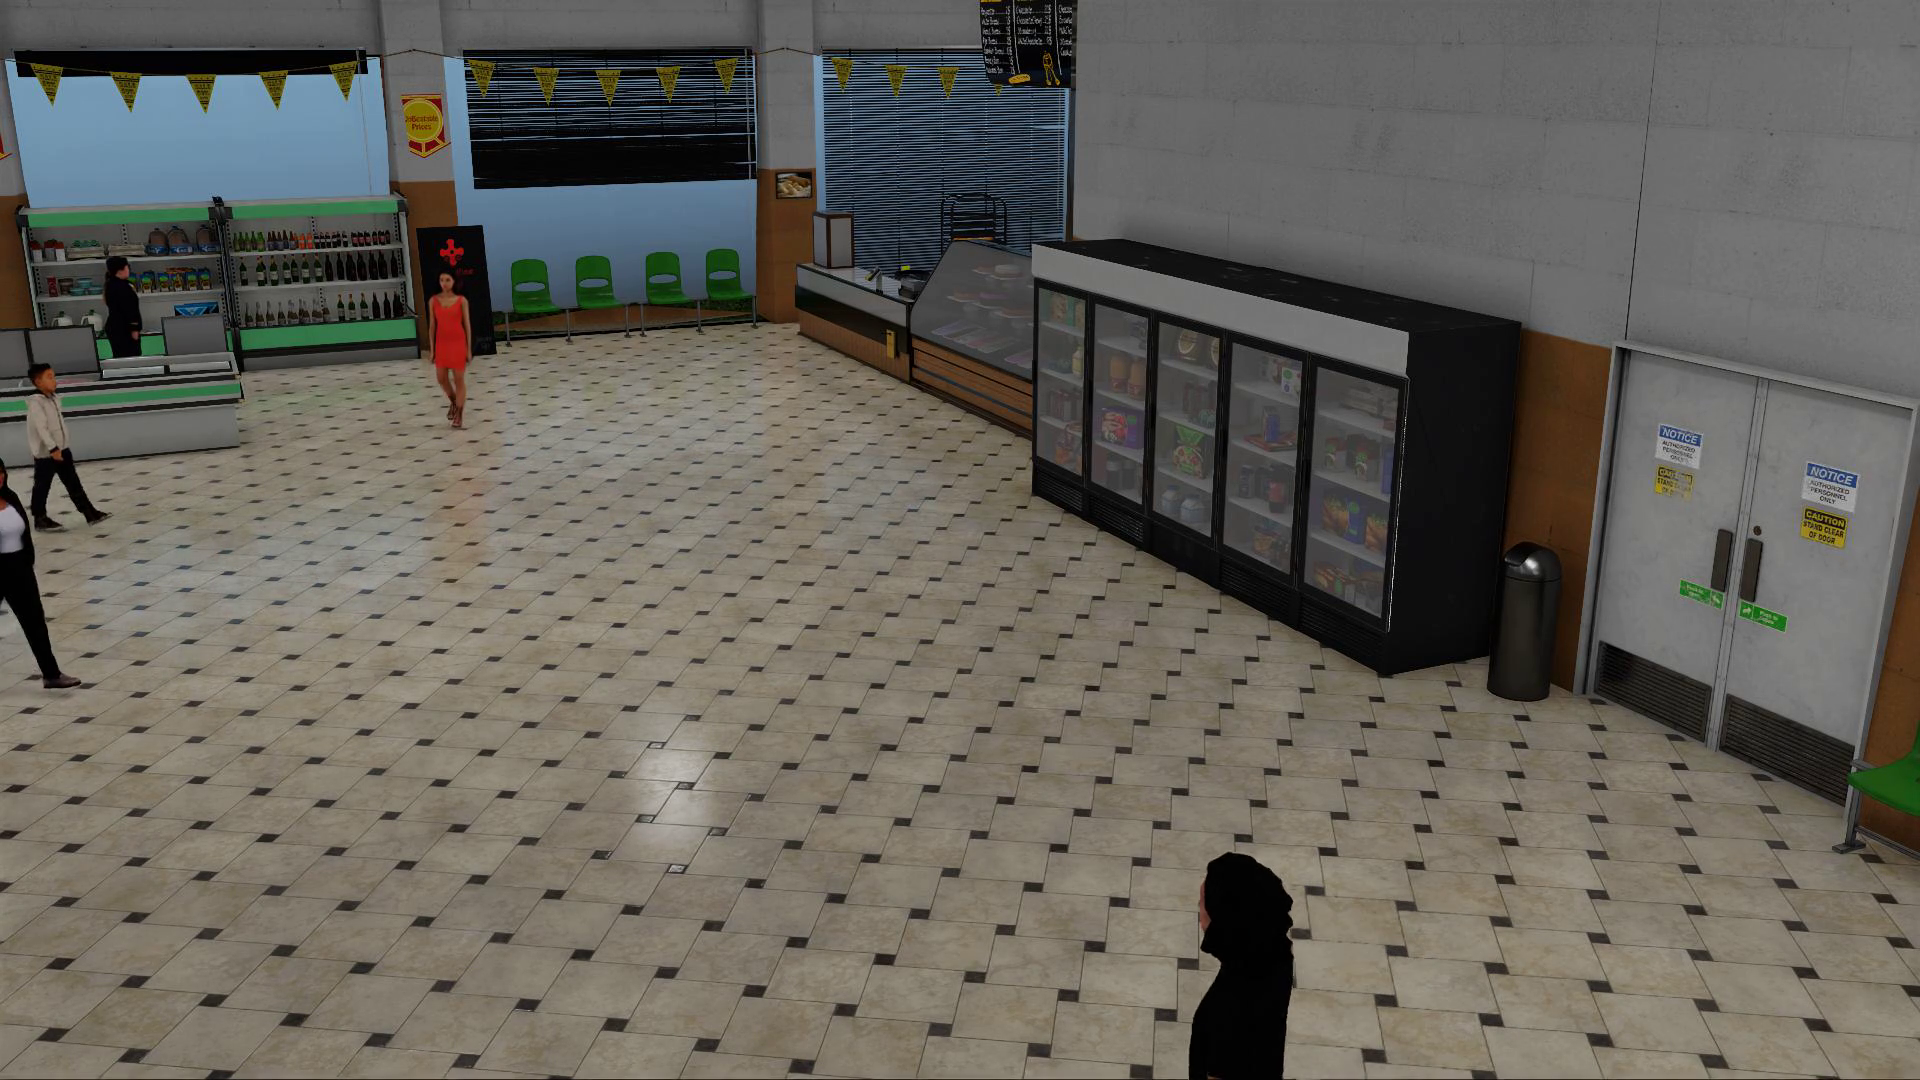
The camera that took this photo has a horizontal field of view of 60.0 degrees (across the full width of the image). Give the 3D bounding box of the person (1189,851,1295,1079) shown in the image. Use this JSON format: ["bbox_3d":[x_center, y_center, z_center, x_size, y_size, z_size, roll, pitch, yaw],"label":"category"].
[{"bbox_3d":[0.888,1.803,4.970,1.049,1.808,1.071,10,19,29],"label":"person"}]

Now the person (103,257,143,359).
[{"bbox_3d":[-9.574,-2.397,19.034,0.731,1.672,0.757,-15,22,-40],"label":"person"}]

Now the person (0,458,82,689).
[{"bbox_3d":[-6.181,0.231,10.548,1.211,1.575,1.082,4,17,12],"label":"person"}]

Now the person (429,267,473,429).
[{"bbox_3d":[-5.471,-2.082,17.926,0.728,1.713,0.778,-2,17,-5],"label":"person"}]

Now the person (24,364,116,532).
[{"bbox_3d":[-7.765,-0.759,14.060,0.964,1.429,0.817,1,17,4],"label":"person"}]
